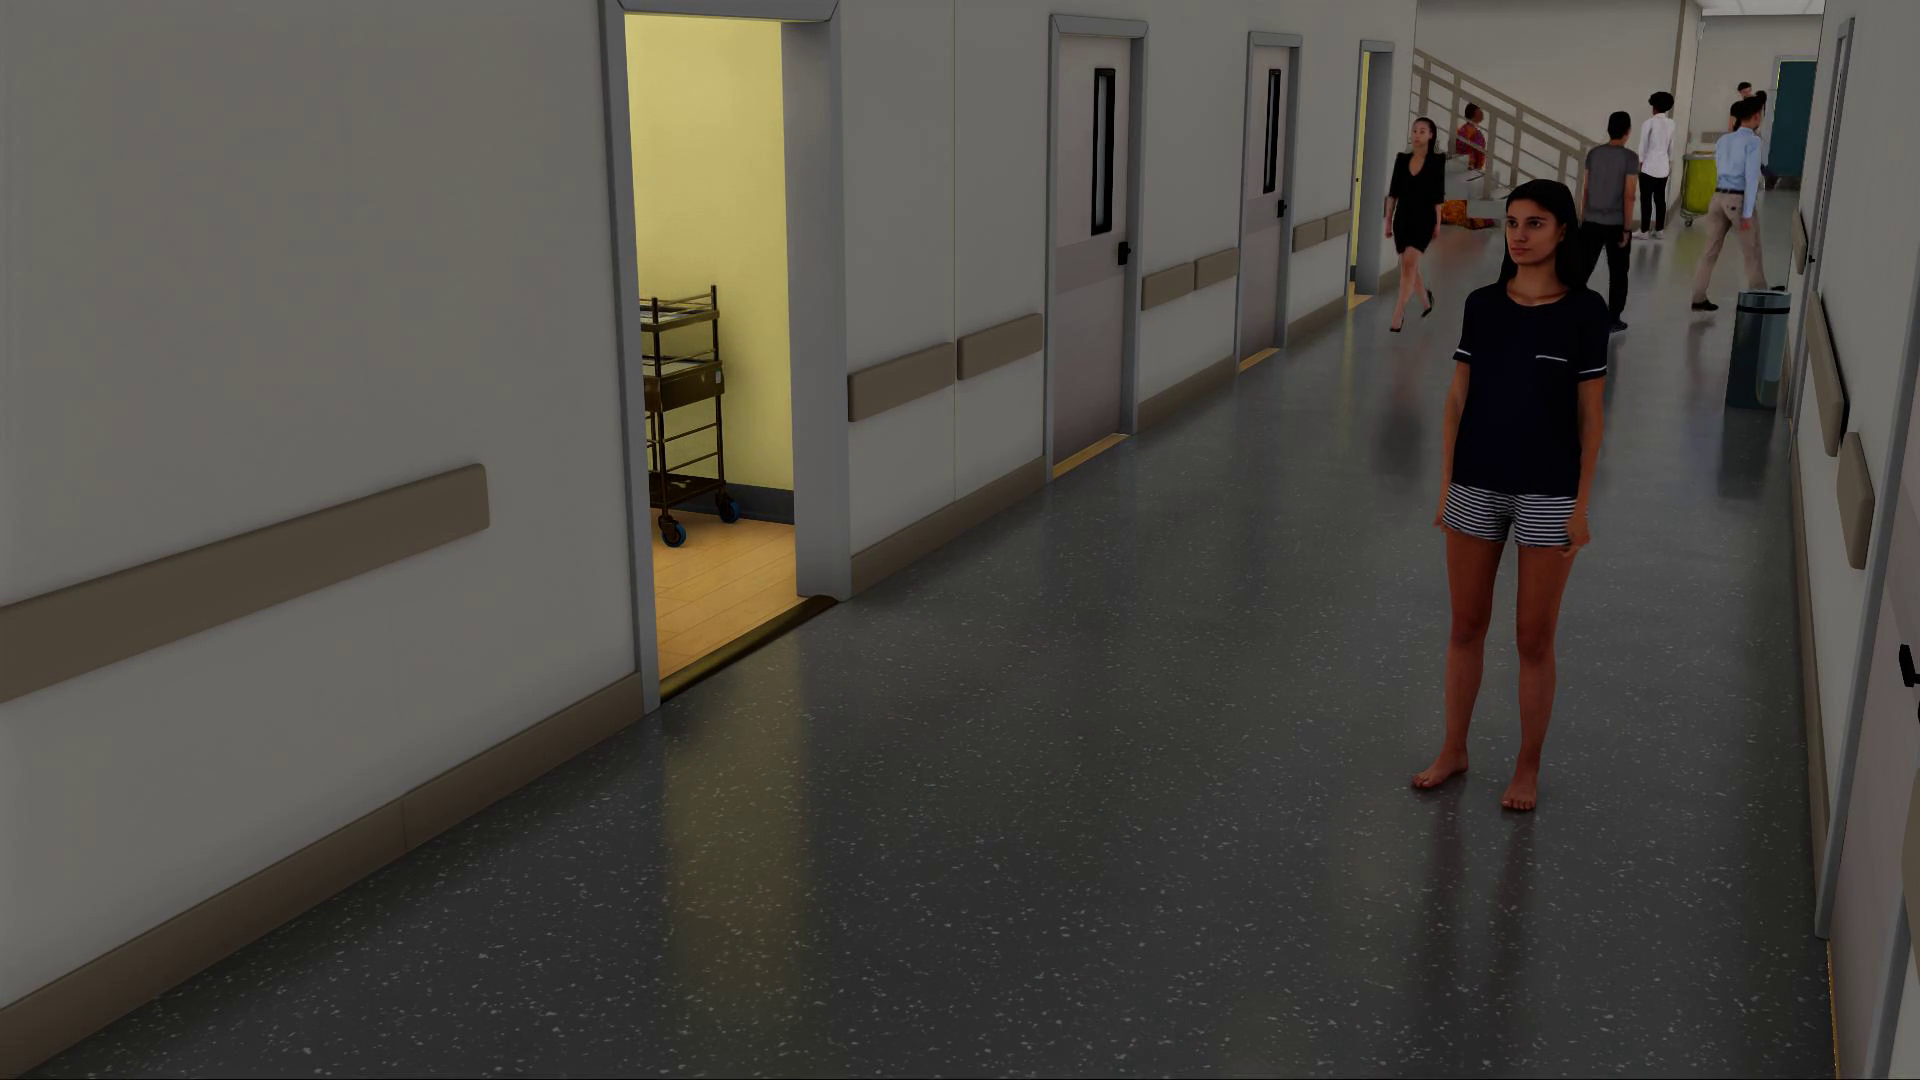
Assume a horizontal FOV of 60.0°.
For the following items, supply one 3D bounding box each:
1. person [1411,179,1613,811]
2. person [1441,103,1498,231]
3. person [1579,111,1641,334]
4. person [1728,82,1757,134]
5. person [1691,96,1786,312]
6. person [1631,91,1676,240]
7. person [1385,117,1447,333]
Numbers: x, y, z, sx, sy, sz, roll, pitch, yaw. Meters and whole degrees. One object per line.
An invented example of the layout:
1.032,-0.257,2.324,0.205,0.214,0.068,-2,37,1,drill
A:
1.569,-0.115,4.681,0.516,1.765,0.681,11,19,34,person
6.679,-4.972,22.077,1.146,1.673,0.665,7,17,22,person
5.000,-2.451,13.017,1.118,1.737,0.909,14,21,40,person
12.449,-6.369,26.684,1.124,1.863,1.195,-7,17,-24,person
6.496,-2.794,14.130,1.187,1.794,1.205,-8,18,-26,person
8.736,-4.702,20.882,0.722,1.802,0.793,-5,16,-16,person
3.671,-2.498,13.328,1.038,1.659,0.818,13,20,38,person
